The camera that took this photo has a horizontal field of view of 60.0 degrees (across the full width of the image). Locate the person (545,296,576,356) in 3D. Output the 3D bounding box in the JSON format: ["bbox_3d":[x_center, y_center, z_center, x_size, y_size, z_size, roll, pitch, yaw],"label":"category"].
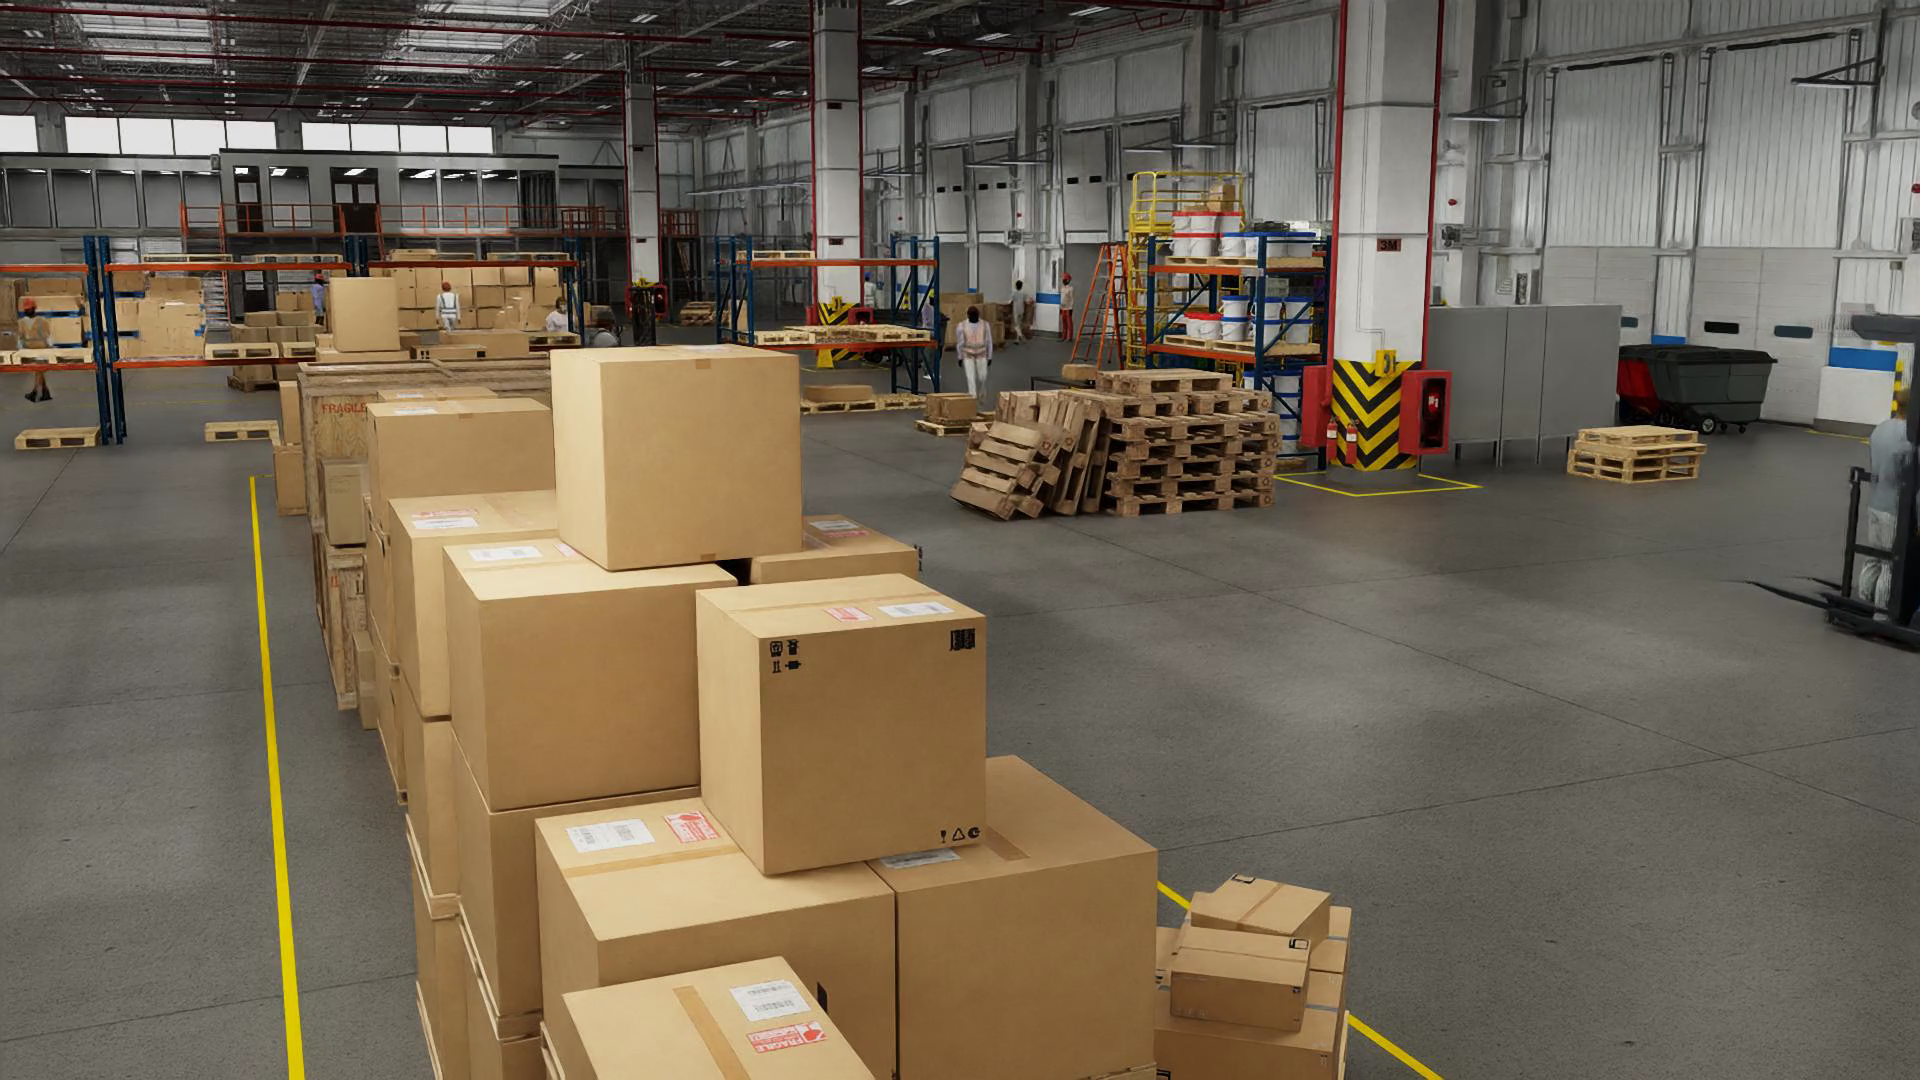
[{"bbox_3d":[-7.334,-3.523,30.701,0.353,1.937,0.635,9,14,41],"label":"person"}]

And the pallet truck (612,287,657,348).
[{"bbox_3d":[-6.464,-4.406,35.401,0.823,1.965,1.885,6,12,32],"label":"pallet truck"}]

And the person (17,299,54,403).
[{"bbox_3d":[-17.021,-3.464,30.512,0.579,1.882,0.970,1,10,4],"label":"person"}]

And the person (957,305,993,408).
[{"bbox_3d":[0.263,-3.246,29.504,0.640,1.820,0.438,-1,10,-6],"label":"person"}]

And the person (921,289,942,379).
[{"bbox_3d":[-0.598,-4.404,35.596,0.375,1.924,0.585,6,12,29],"label":"person"}]

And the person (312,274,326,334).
[{"bbox_3d":[-19.463,-7.130,50.606,0.542,1.929,0.369,9,13,40],"label":"person"}]

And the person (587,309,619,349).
[{"bbox_3d":[-5.071,-2.343,23.913,0.563,2.000,0.813,-6,12,-28],"label":"person"}]

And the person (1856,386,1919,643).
[{"bbox_3d":[6.967,-0.192,12.380,0.384,1.930,0.634,0,10,1],"label":"person"}]

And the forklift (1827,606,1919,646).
[{"bbox_3d":[7.473,-0.574,11.850,1.129,2.768,1.873,-3,11,-14],"label":"forklift"}]

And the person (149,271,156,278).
[{"bbox_3d":[-27.752,-8.325,57.322,0.359,1.882,0.575,-7,12,-34],"label":"person"}]

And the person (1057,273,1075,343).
[{"bbox_3d":[3.075,-6.695,48.027,0.375,1.995,0.611,-6,12,-30],"label":"person"}]

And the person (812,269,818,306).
[{"bbox_3d":[-5.594,-9.932,66.323,0.650,1.829,0.441,-4,11,-19],"label":"person"}]

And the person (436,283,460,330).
[{"bbox_3d":[-13.574,-5.903,44.118,0.577,1.843,0.990,-7,12,-34],"label":"person"}]

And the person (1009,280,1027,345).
[{"bbox_3d":[1.628,-6.370,46.641,0.531,1.848,0.523,-5,11,-25],"label":"person"}]

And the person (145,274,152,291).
[{"bbox_3d":[-27.414,-8.063,56.089,0.869,1.817,0.523,4,11,21],"label":"person"}]

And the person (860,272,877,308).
[{"bbox_3d":[-2.974,-7.627,53.339,0.624,1.929,0.698,-1,10,-8],"label":"person"}]
